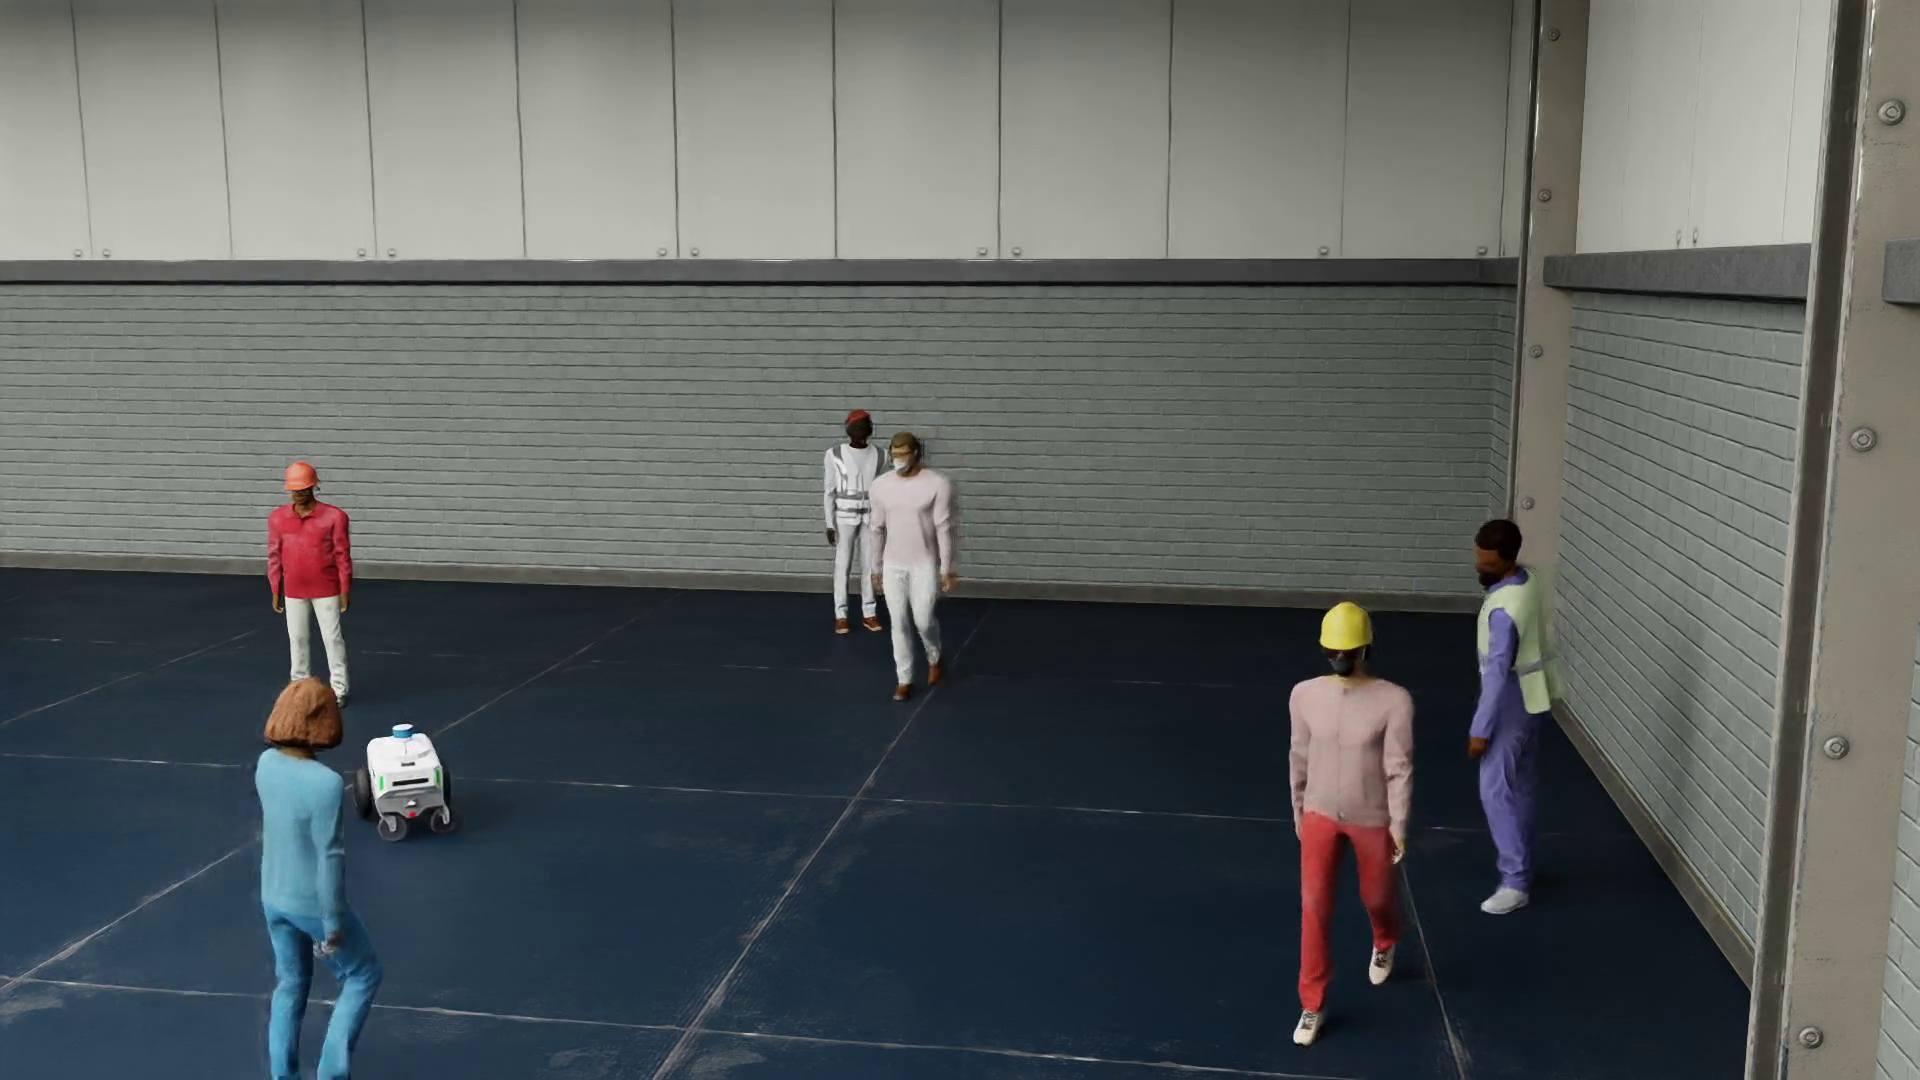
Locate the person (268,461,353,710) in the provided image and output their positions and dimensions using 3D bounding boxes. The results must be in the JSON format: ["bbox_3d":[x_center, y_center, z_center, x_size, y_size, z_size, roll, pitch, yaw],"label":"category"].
[{"bbox_3d":[-4.472,0.321,11.434,0.570,1.743,0.352,0,9,-1],"label":"person"}]

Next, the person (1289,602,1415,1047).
[{"bbox_3d":[1.587,1.086,6.737,0.523,1.737,0.829,4,10,26],"label":"person"}]

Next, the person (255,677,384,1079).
[{"bbox_3d":[-2.291,1.280,5.904,0.512,1.617,0.438,6,11,33],"label":"person"}]

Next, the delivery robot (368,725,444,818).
[{"bbox_3d":[-3.025,1.251,9.062,0.477,0.478,0.707,-4,10,-23],"label":"delivery robot"}]

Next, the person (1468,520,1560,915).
[{"bbox_3d":[2.674,0.815,8.000,0.380,1.878,0.715,5,11,30],"label":"person"}]

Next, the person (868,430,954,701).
[{"bbox_3d":[-0.345,0.176,11.767,0.642,1.923,0.505,3,10,17],"label":"person"}]

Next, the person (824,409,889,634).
[{"bbox_3d":[-0.862,-0.159,13.958,0.579,1.882,0.343,-4,10,-21],"label":"person"}]
